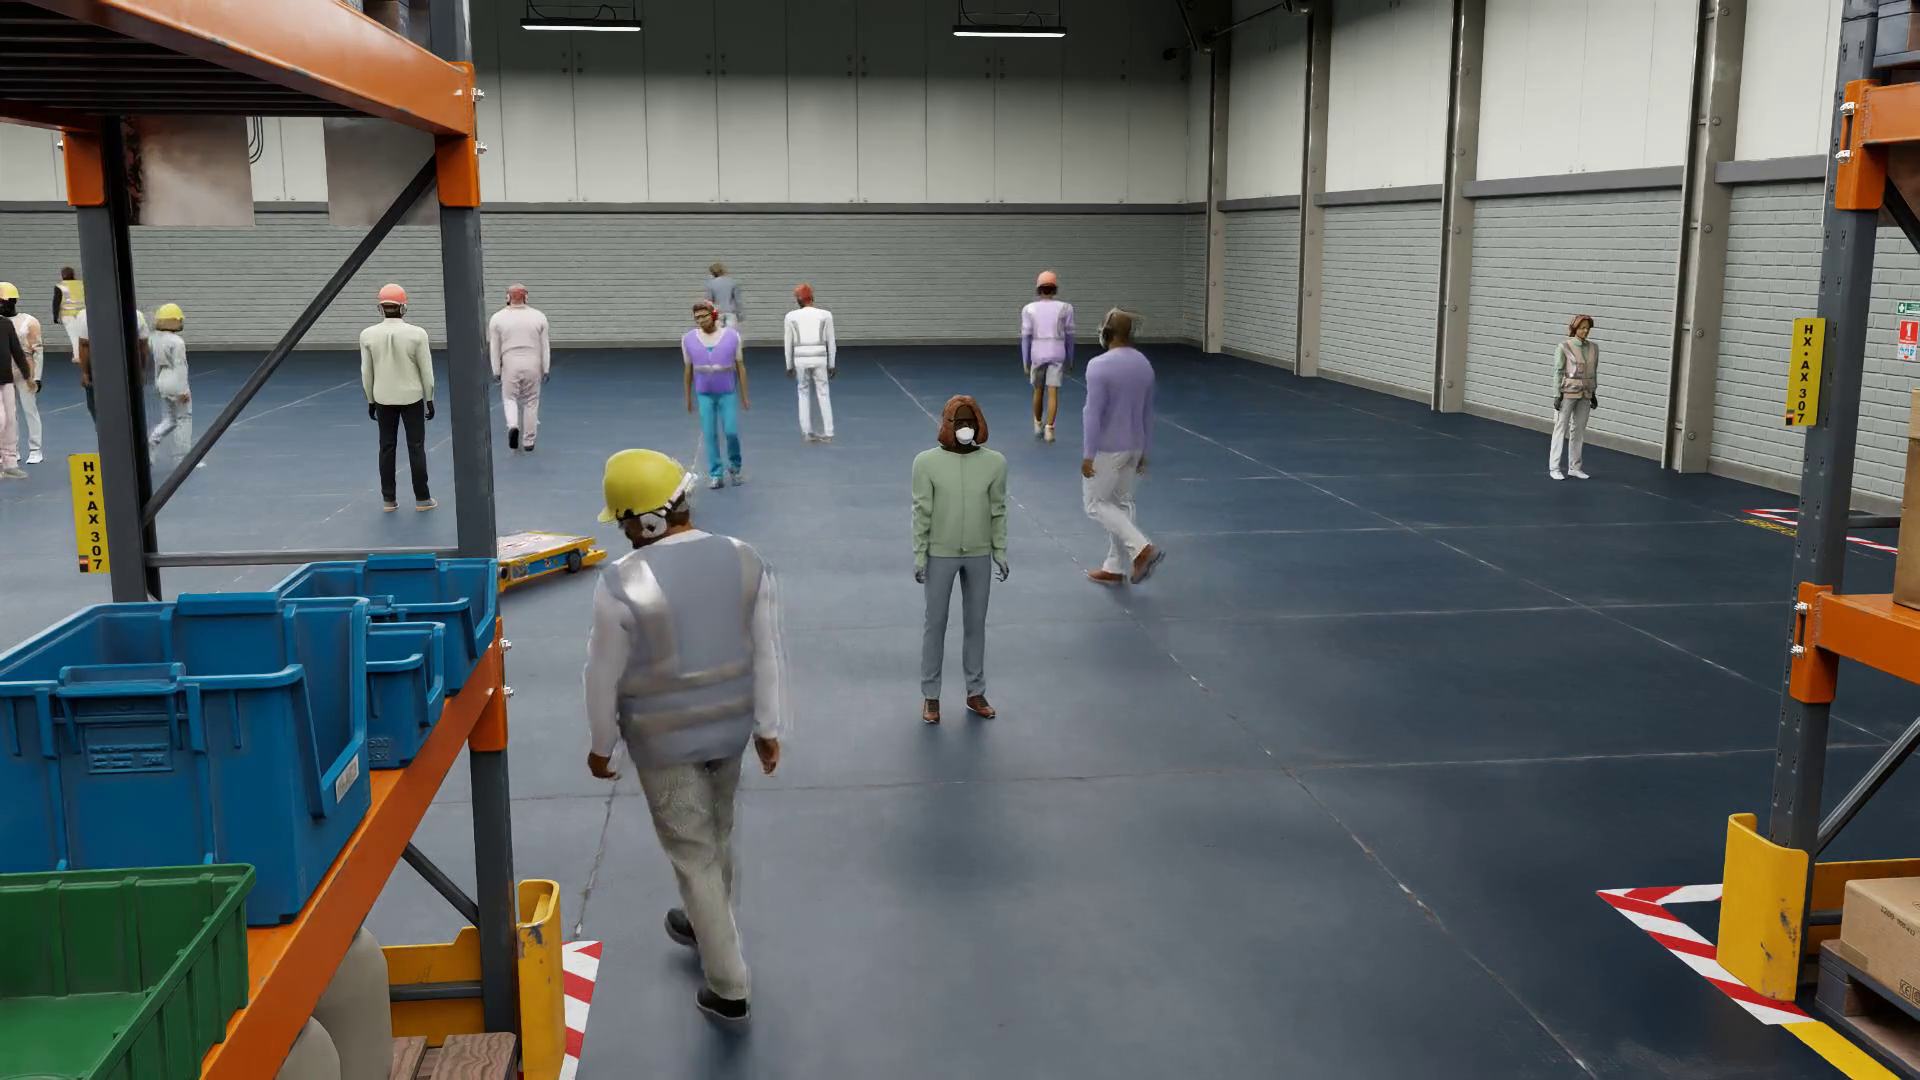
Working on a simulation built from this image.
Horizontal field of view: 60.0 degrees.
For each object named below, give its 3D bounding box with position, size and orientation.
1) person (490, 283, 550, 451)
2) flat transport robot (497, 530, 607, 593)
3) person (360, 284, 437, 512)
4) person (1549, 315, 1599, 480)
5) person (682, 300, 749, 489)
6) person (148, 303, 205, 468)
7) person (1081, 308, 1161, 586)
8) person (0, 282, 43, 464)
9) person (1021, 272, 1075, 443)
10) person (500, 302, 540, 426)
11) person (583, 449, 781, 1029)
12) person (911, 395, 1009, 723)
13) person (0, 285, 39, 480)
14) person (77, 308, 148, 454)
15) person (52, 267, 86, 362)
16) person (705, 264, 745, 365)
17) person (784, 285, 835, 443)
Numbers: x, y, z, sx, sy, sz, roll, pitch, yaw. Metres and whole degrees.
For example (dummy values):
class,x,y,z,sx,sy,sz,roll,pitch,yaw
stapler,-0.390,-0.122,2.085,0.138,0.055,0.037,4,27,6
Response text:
class,x,y,z,sx,sy,sz,roll,pitch,yaw
person,-4.901,-1.917,18.595,0.648,1.891,0.514,-3,11,-15
flat transport robot,-3.176,0.142,11.746,0.652,0.197,1.431,4,11,22
person,-4.912,-1.239,14.584,0.612,1.997,0.375,-1,10,-4
person,6.106,-1.411,16.512,0.523,1.638,0.311,-4,11,-20
person,-2.340,-1.384,15.908,0.612,1.814,0.484,0,10,2
person,-8.145,-1.569,17.127,0.495,1.724,0.536,6,12,31
person,1.116,-0.603,11.292,0.598,1.926,0.639,10,14,42
person,-10.022,-1.761,17.635,0.584,1.928,0.373,0,10,2
person,1.044,-2.174,19.728,0.618,1.983,1.057,1,10,7
person,-5.600,-2.273,21.074,0.540,1.695,0.317,0,10,2
person,-0.910,0.588,5.189,0.610,1.774,0.799,-10,14,-44
person,0.000,0.091,8.286,0.497,1.634,0.279,-3,11,-15
person,-9.502,-1.568,16.447,0.527,1.976,0.625,2,11,12
person,-9.080,-1.855,17.840,0.700,2.000,0.552,-9,14,-41
person,-17.165,-4.334,32.038,0.784,1.815,0.661,7,12,33
person,-4.395,-4.213,31.167,0.769,1.907,0.346,-7,12,-32
person,-1.754,-2.053,19.485,0.584,1.859,0.445,-1,10,-8
